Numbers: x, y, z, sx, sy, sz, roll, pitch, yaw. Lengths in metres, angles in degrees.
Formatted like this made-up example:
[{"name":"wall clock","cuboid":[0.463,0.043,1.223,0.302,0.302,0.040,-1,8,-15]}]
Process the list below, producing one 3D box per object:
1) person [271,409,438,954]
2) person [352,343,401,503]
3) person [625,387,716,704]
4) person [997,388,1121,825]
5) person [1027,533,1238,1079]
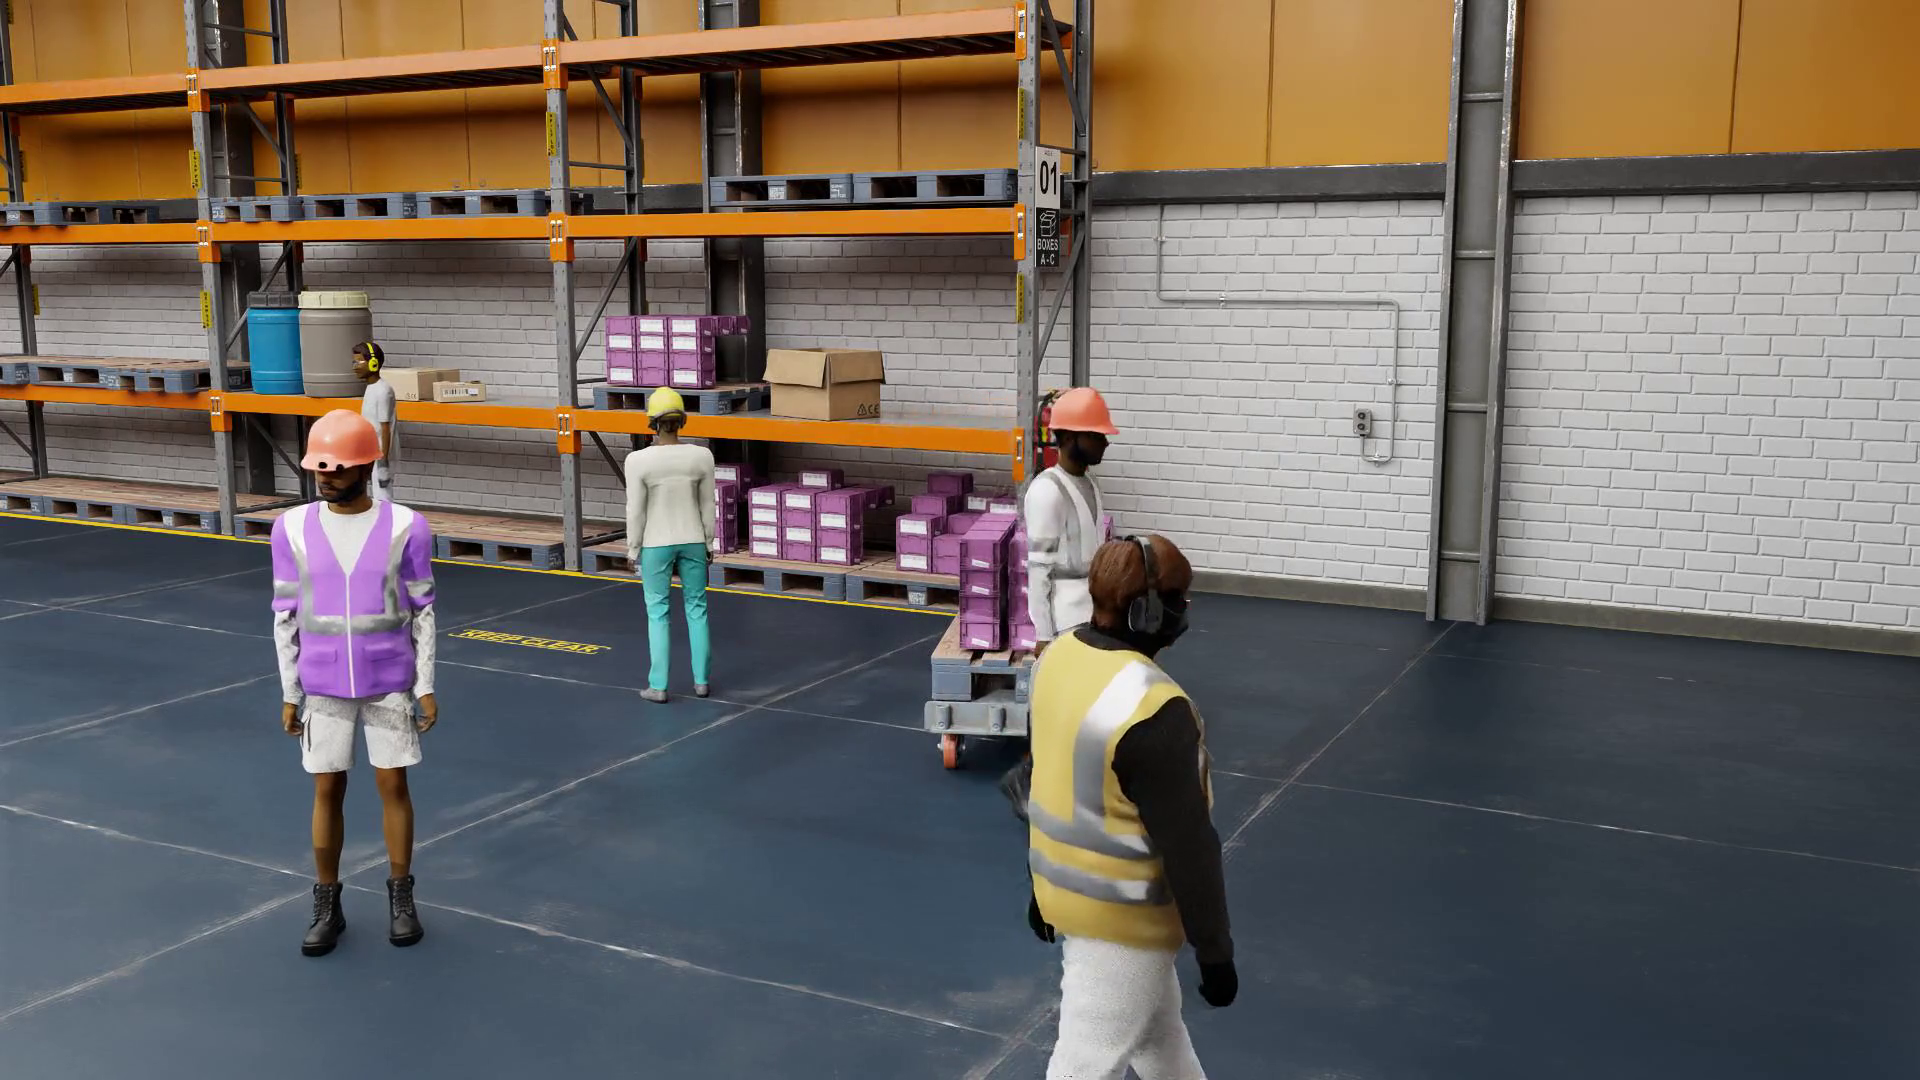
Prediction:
[{"name":"person","cuboid":[-2.132,0.500,5.893,0.546,1.934,0.376,-2,9,-13]},{"name":"person","cuboid":[-4.523,-0.605,12.955,0.317,1.860,0.509,-5,11,-29]},{"name":"person","cuboid":[-1.616,0.030,9.303,0.533,1.766,0.322,-5,11,-29]},{"name":"person","cuboid":[0.469,0.321,7.008,0.423,1.927,0.564,4,10,26]},{"name":"person","cuboid":[0.484,0.875,4.013,0.921,1.791,0.641,-3,10,-17]}]
